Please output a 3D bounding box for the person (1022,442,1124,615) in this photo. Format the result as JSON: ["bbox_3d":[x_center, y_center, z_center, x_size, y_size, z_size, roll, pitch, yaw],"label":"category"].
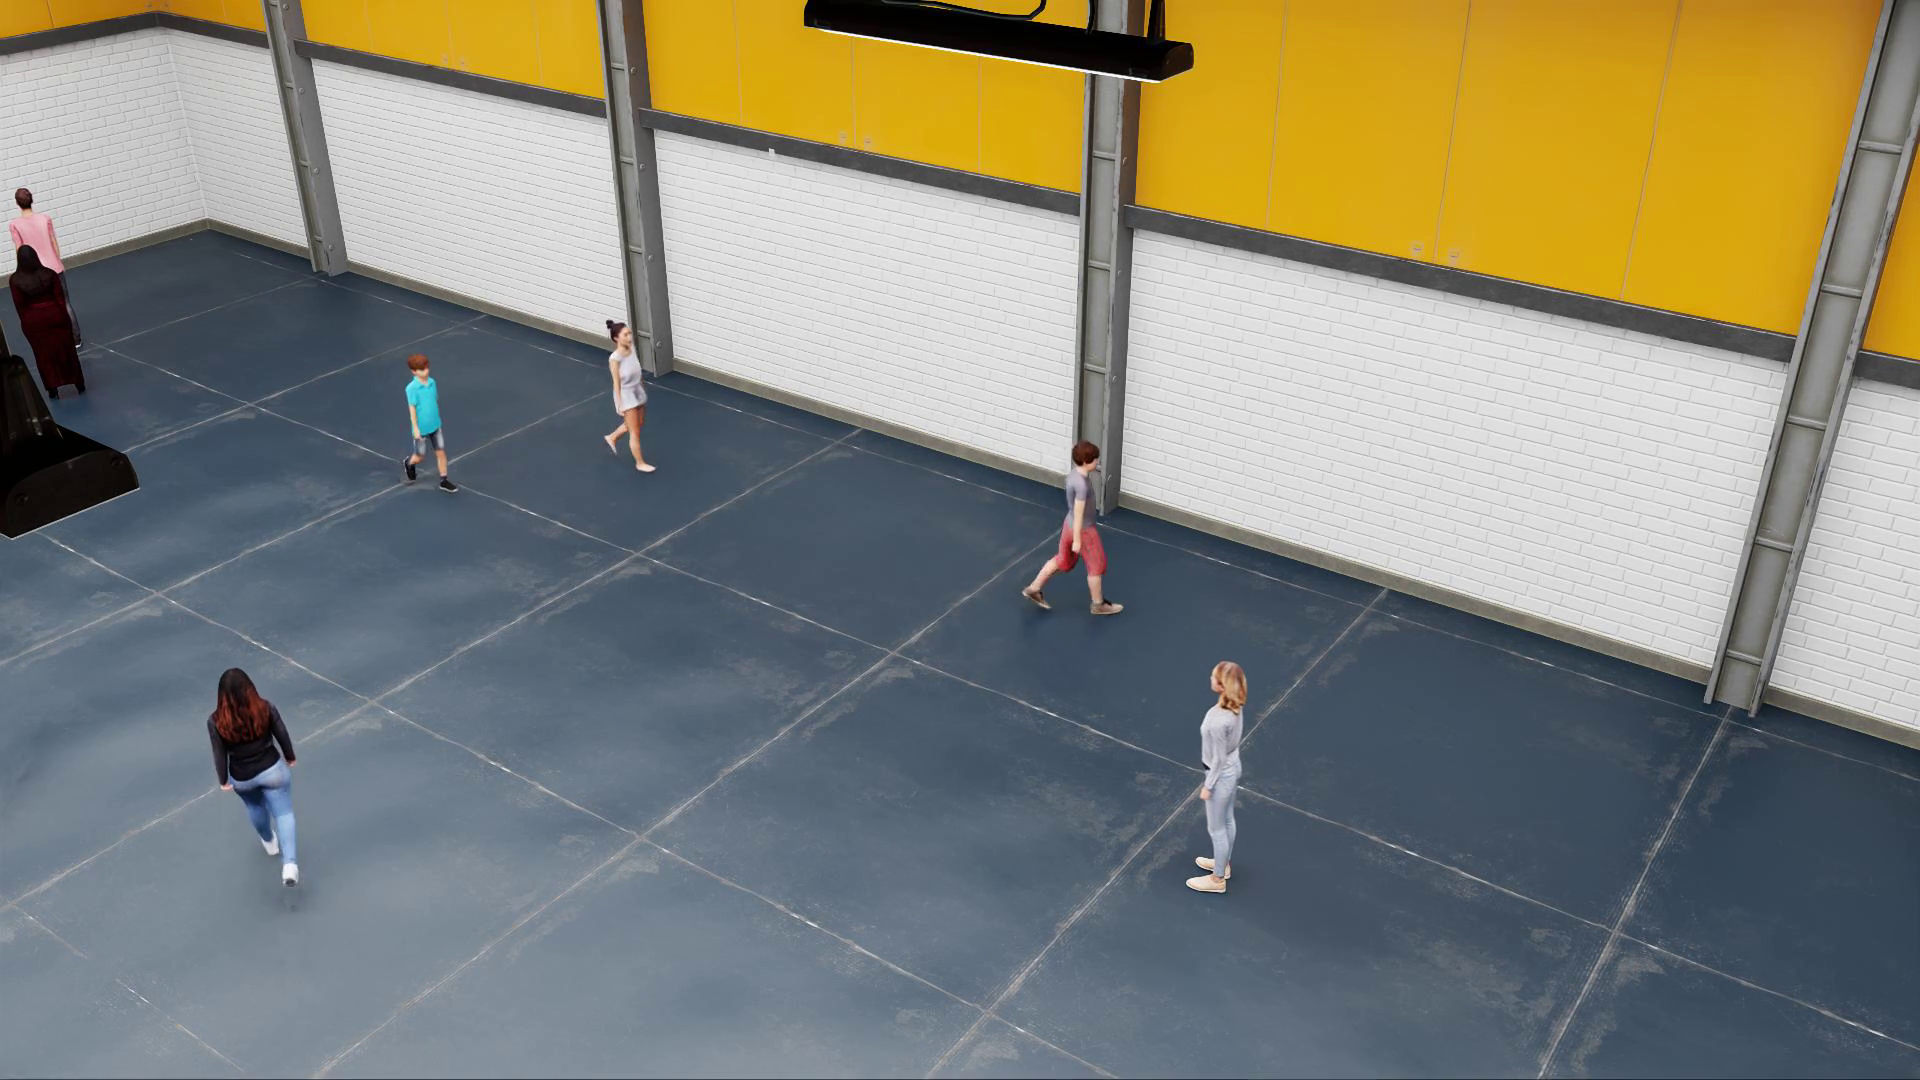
[{"bbox_3d":[0.935,-0.075,14.240,1.171,1.624,1.019,-1,29,-2],"label":"person"}]

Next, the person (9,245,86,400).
[{"bbox_3d":[-10.105,-2.413,18.386,0.745,1.757,0.731,-18,33,-29],"label":"person"}]

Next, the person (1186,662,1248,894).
[{"bbox_3d":[1.736,1.571,11.042,0.554,1.796,0.621,13,31,22],"label":"person"}]

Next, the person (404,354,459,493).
[{"bbox_3d":[-5.319,-1.162,16.425,0.847,1.438,0.542,20,34,32],"label":"person"}]

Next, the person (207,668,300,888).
[{"bbox_3d":[-4.703,1.609,11.173,0.977,1.603,1.174,-13,31,-22],"label":"person"}]

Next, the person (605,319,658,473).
[{"bbox_3d":[-3.404,-1.458,16.810,0.910,1.590,0.688,12,31,20],"label":"person"}]

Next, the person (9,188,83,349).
[{"bbox_3d":[-10.783,-3.177,19.575,0.658,1.958,0.609,-25,37,-38],"label":"person"}]
